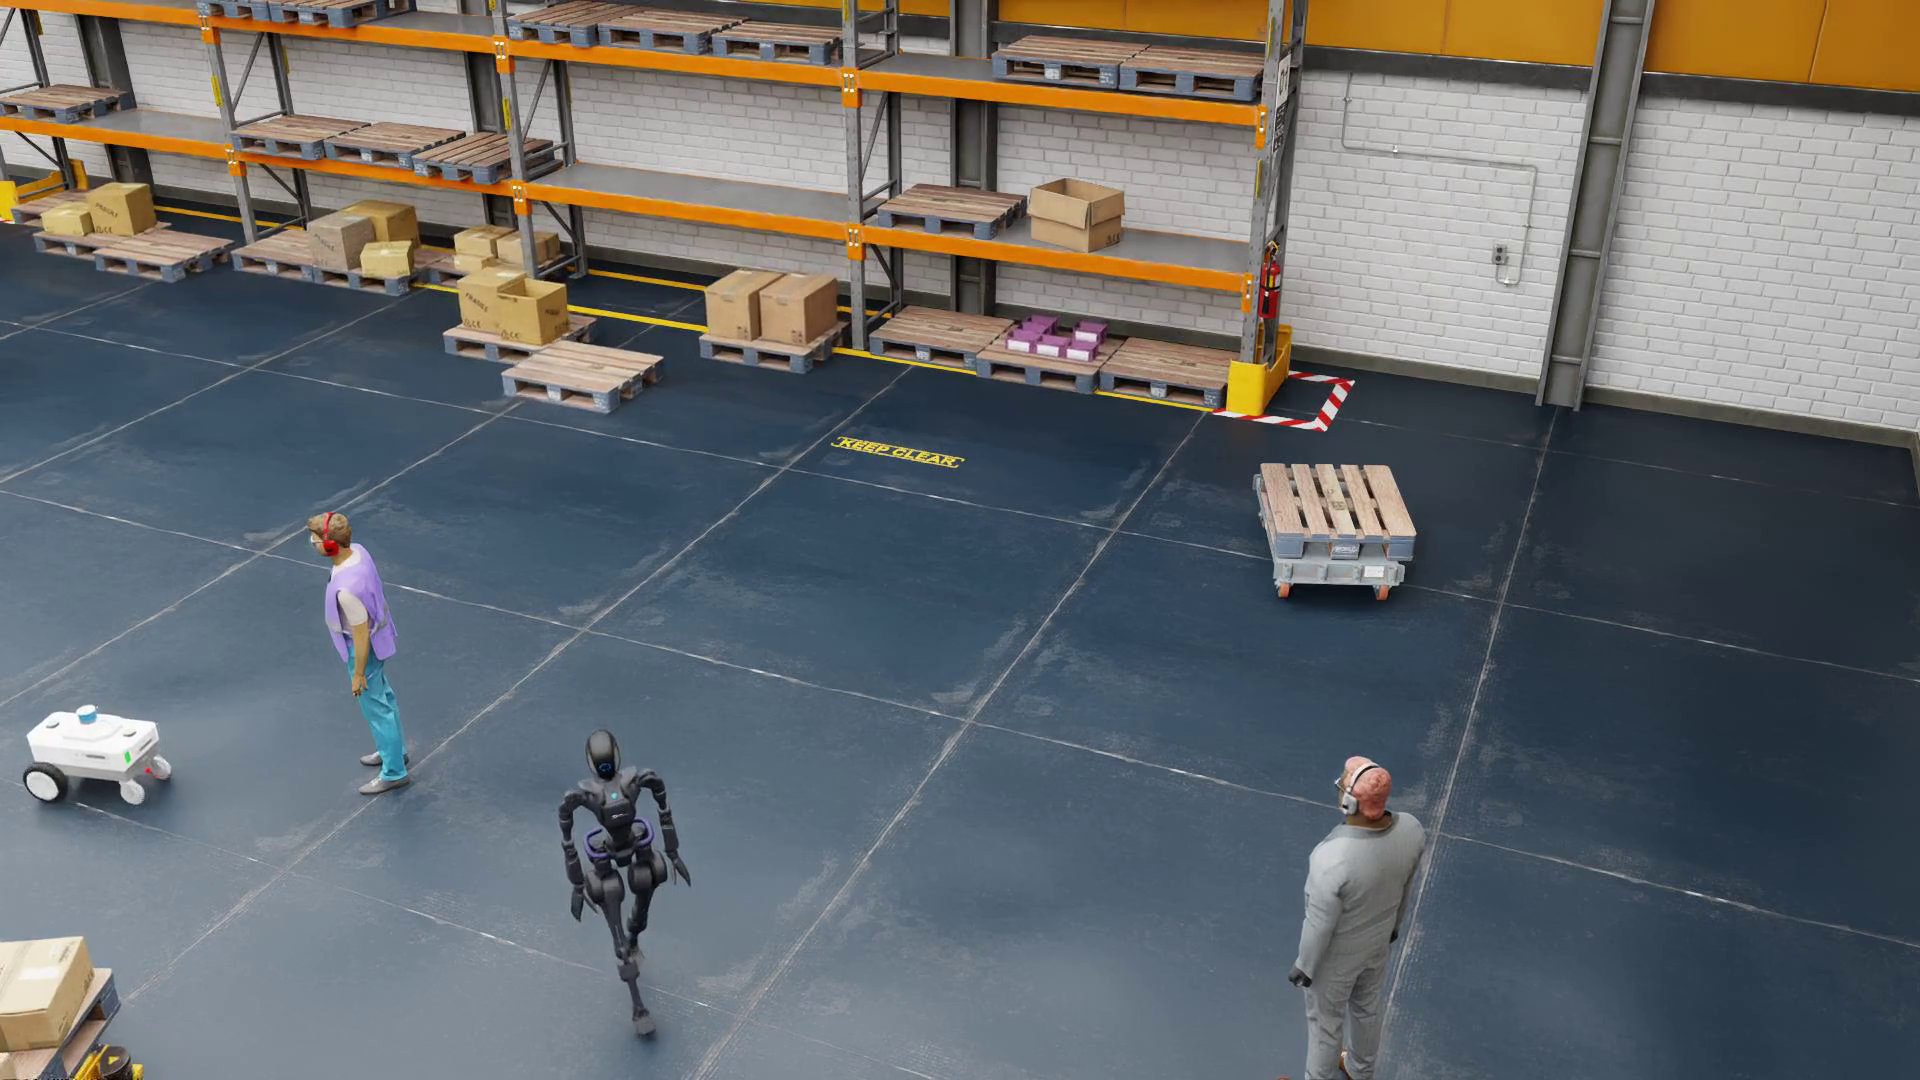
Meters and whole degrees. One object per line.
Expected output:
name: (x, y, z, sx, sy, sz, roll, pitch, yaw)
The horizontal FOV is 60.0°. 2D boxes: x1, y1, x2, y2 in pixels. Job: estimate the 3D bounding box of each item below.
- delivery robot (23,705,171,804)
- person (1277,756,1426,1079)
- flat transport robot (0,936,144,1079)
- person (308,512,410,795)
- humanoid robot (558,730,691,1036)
delivery robot: (-5.267, 1.277, 10.128, 0.768, 0.581, 0.499, 5, 28, 9)
person: (1.764, 1.818, 7.623, 0.653, 1.904, 0.409, -17, 32, -30)
flat transport robot: (-4.684, 2.658, 7.778, 1.431, 0.231, 0.659, 1, 27, 2)
person: (-3.546, 0.665, 9.926, 0.374, 1.840, 0.567, -7, 28, -13)
humanoid robot: (-1.654, 1.632, 8.291, 0.609, 1.625, 0.789, -12, 30, -22)
